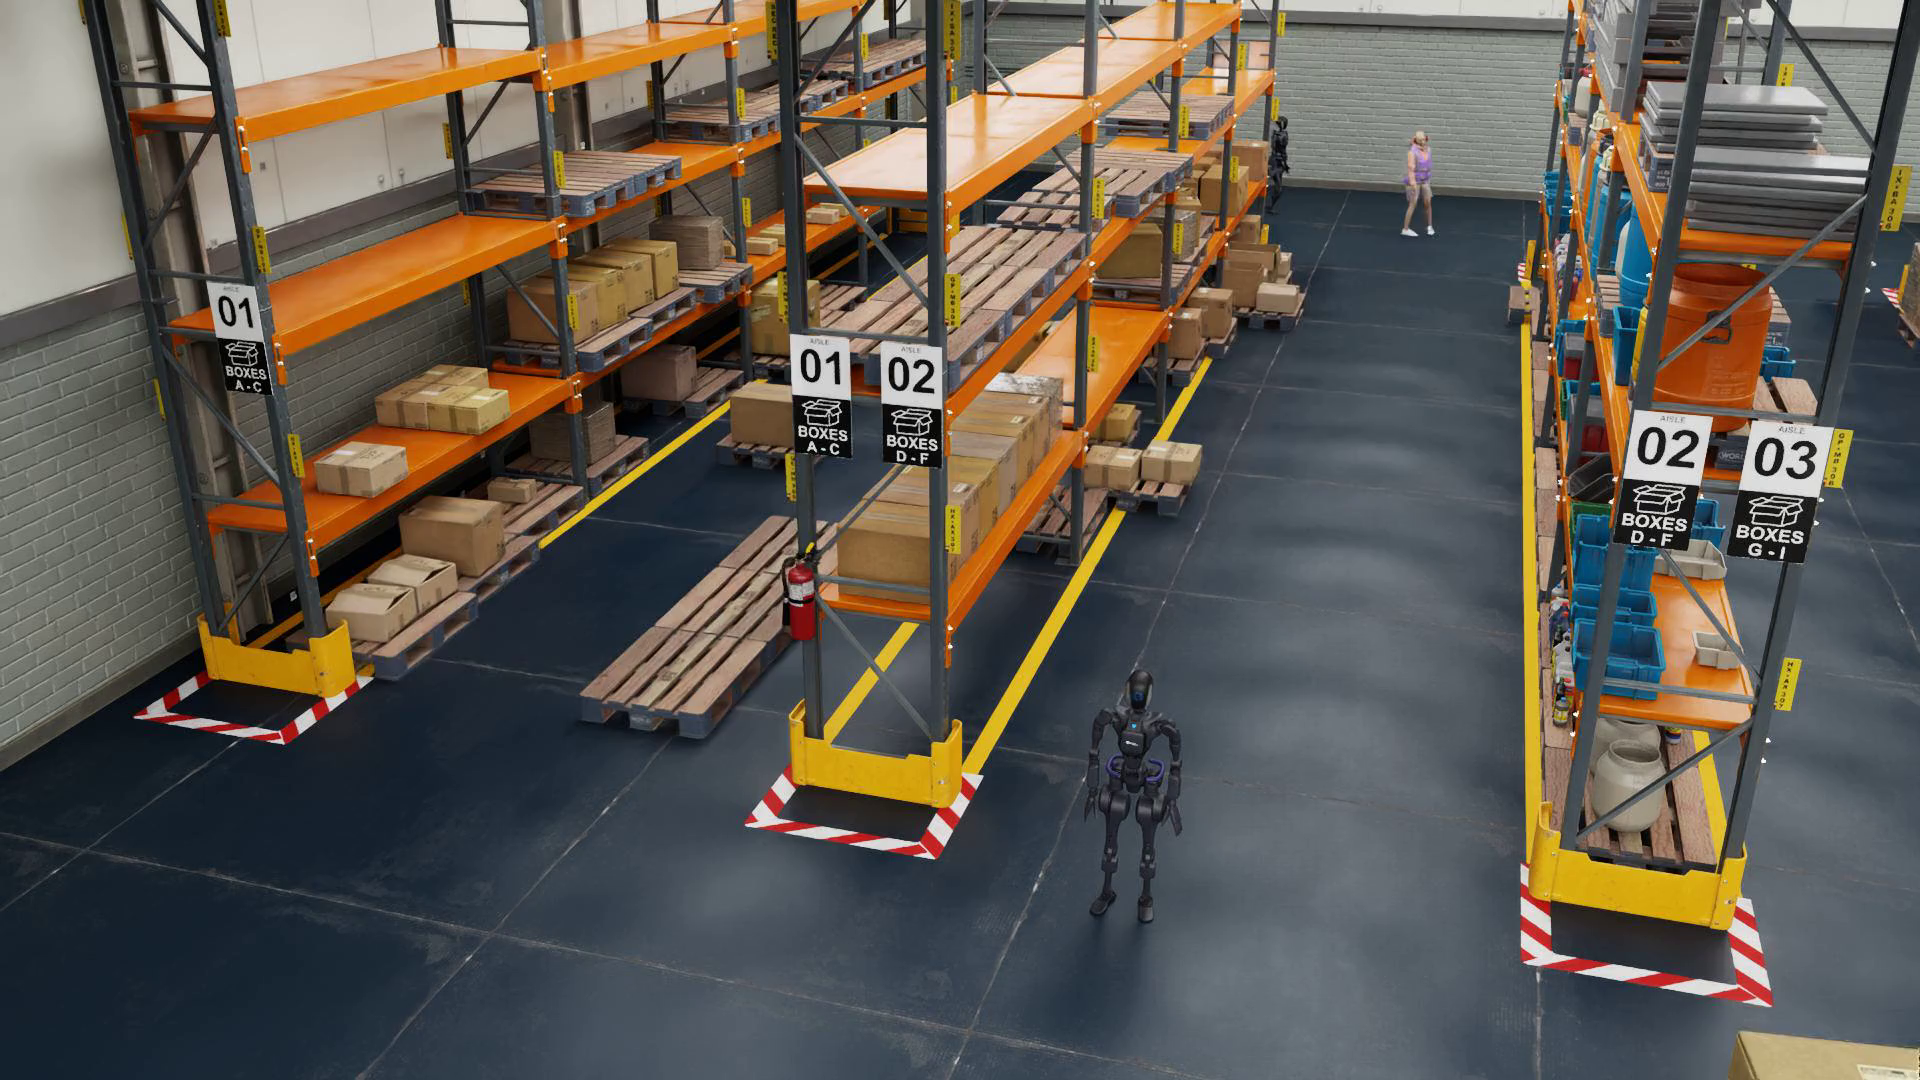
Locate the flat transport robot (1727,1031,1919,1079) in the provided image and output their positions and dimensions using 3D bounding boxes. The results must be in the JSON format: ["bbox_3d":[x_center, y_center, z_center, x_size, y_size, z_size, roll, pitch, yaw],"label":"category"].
[{"bbox_3d":[3.762,3.407,7.272,0.659,0.231,1.431,16,28,32],"label":"flat transport robot"}]

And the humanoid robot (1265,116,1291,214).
[{"bbox_3d":[5.365,-6.312,28.039,0.353,1.648,0.610,15,27,30],"label":"humanoid robot"}]

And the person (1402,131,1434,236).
[{"bbox_3d":[7.393,-5.716,26.661,0.593,1.661,0.404,-12,26,-26],"label":"person"}]

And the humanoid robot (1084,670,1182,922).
[{"bbox_3d":[1.037,1.512,9.869,0.599,1.659,0.315,7,24,16],"label":"humanoid robot"}]
